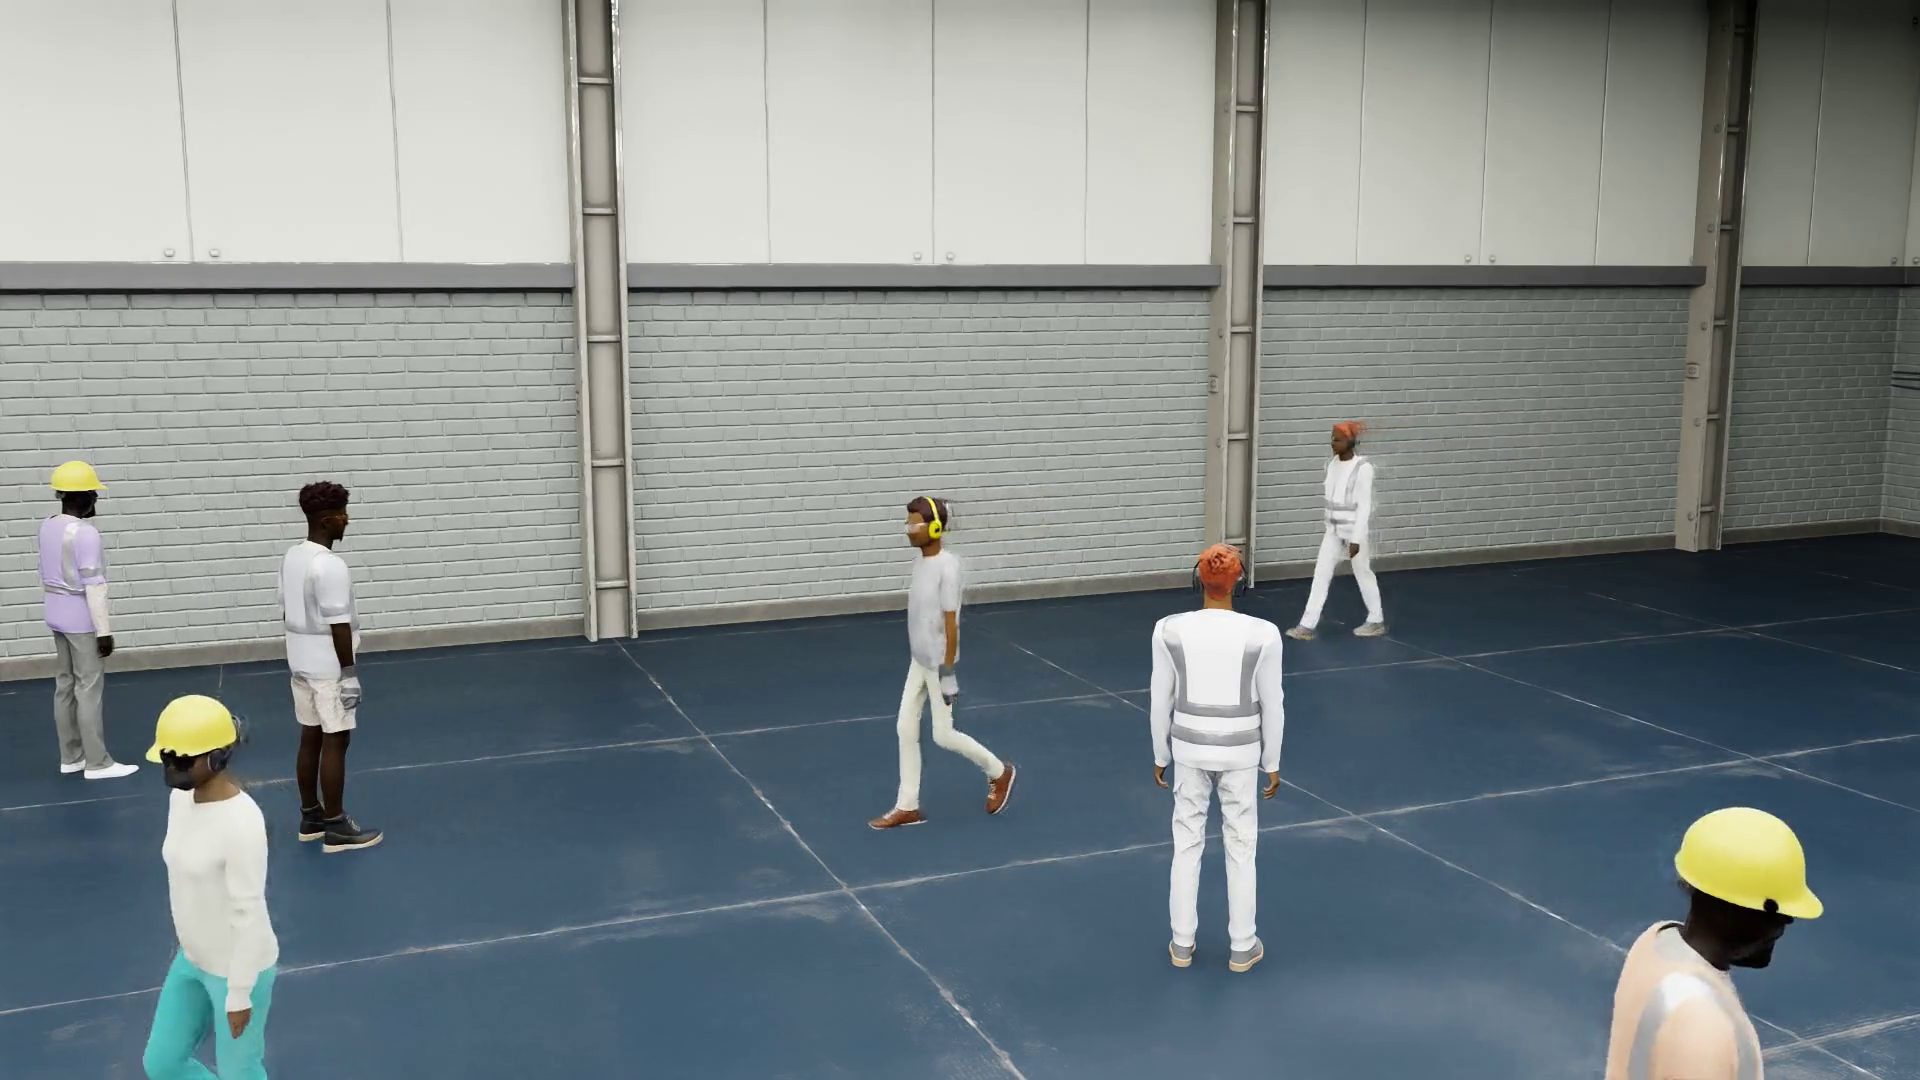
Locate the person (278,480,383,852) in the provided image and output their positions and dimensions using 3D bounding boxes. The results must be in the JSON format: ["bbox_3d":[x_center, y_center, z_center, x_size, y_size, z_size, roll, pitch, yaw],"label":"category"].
[{"bbox_3d":[-3.356,0.659,8.815,0.613,1.962,0.367,9,13,44],"label":"person"}]

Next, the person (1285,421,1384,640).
[{"bbox_3d":[3.190,-0.068,13.810,0.980,1.832,0.598,-5,10,-27],"label":"person"}]

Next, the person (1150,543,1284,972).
[{"bbox_3d":[1.118,0.949,7.256,0.575,1.883,0.355,2,9,15],"label":"person"}]

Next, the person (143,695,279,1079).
[{"bbox_3d":[-2.331,1.333,5.204,0.554,1.752,0.353,7,12,39],"label":"person"}]

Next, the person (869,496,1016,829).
[{"bbox_3d":[-0.092,0.668,9.147,0.796,1.845,0.527,-5,10,-27],"label":"person"}]

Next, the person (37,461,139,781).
[{"bbox_3d":[-5.295,0.485,10.027,0.588,1.928,0.384,7,11,35],"label":"person"}]

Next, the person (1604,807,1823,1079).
[{"bbox_3d":[1.594,1.500,3.718,0.490,1.906,0.676,3,9,15],"label":"person"}]
